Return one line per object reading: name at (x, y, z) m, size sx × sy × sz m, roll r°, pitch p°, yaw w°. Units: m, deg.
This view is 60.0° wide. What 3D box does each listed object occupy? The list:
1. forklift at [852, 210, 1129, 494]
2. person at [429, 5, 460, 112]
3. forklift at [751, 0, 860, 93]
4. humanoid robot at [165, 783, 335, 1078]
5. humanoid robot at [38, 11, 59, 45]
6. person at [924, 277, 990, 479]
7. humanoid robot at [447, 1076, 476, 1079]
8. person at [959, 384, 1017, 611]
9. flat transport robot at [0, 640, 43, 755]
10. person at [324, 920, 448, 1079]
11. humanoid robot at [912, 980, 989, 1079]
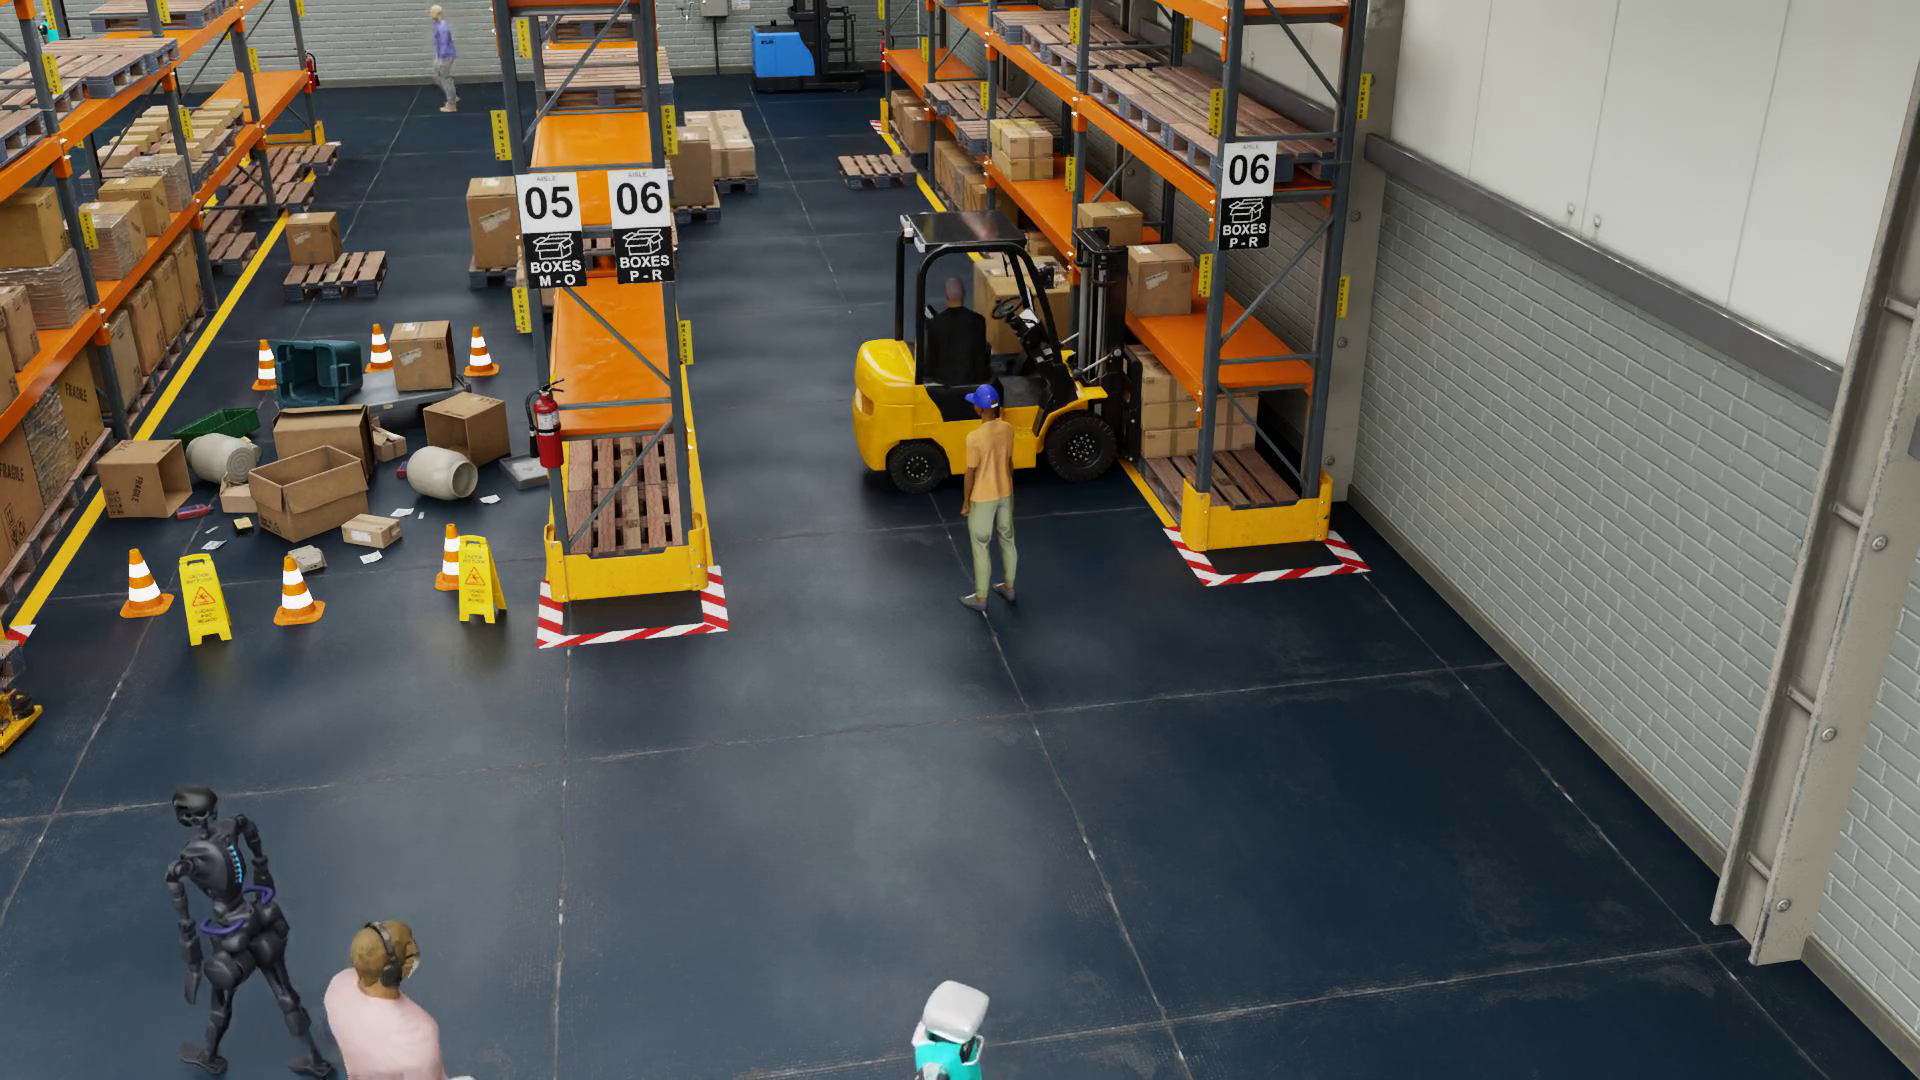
forklift at (0.216, -1.659, 14.366) m, size 2.313 × 2.155 × 1.214 m, roll -5°, pitch 26°, yaw -10°
person at (-8.902, -8.283, 28.623) m, size 0.478 × 1.787 × 0.642 m, roll -10°, pitch 27°, yaw -19°
forklift at (-2.872, -9.679, 30.288) m, size 1.873 × 2.768 × 1.129 m, roll -5°, pitch 26°, yaw -10°
humanoid robot at (-3.389, 1.828, 7.734) m, size 0.763 × 1.620 × 0.593 m, roll 8°, pitch 27°, yaw 17°
humanoid robot at (-14.974, -8.051, 28.044) m, size 0.735 × 1.679 × 0.533 m, roll 1°, pitch 26°, yaw 2°
person at (-0.021, -1.309, 14.058) m, size 0.562 × 1.832 × 0.808 m, roll -2°, pitch 26°, yaw -3°
humanoid robot at (-1.548, 2.756, 5.727) m, size 0.530 × 1.759 × 1.003 m, roll -16°, pitch 30°, yaw -30°
person at (0.190, -0.325, 12.144) m, size 0.437 × 1.709 × 0.389 m, roll -19°, pitch 32°, yaw -35°
flat transport robot at (-6.747, 1.201, 10.628) m, size 1.431 × 0.231 × 0.659 m, roll 1°, pitch 26°, yaw 1°
person at (-2.162, 2.280, 6.496) m, size 0.639 × 1.907 × 0.889 m, roll 22°, pitch 33°, yaw 38°
humanoid robot at (0.244, 2.477, 6.325) m, size 0.956 × 1.776 × 0.530 m, roll 6°, pitch 26°, yaw 13°
